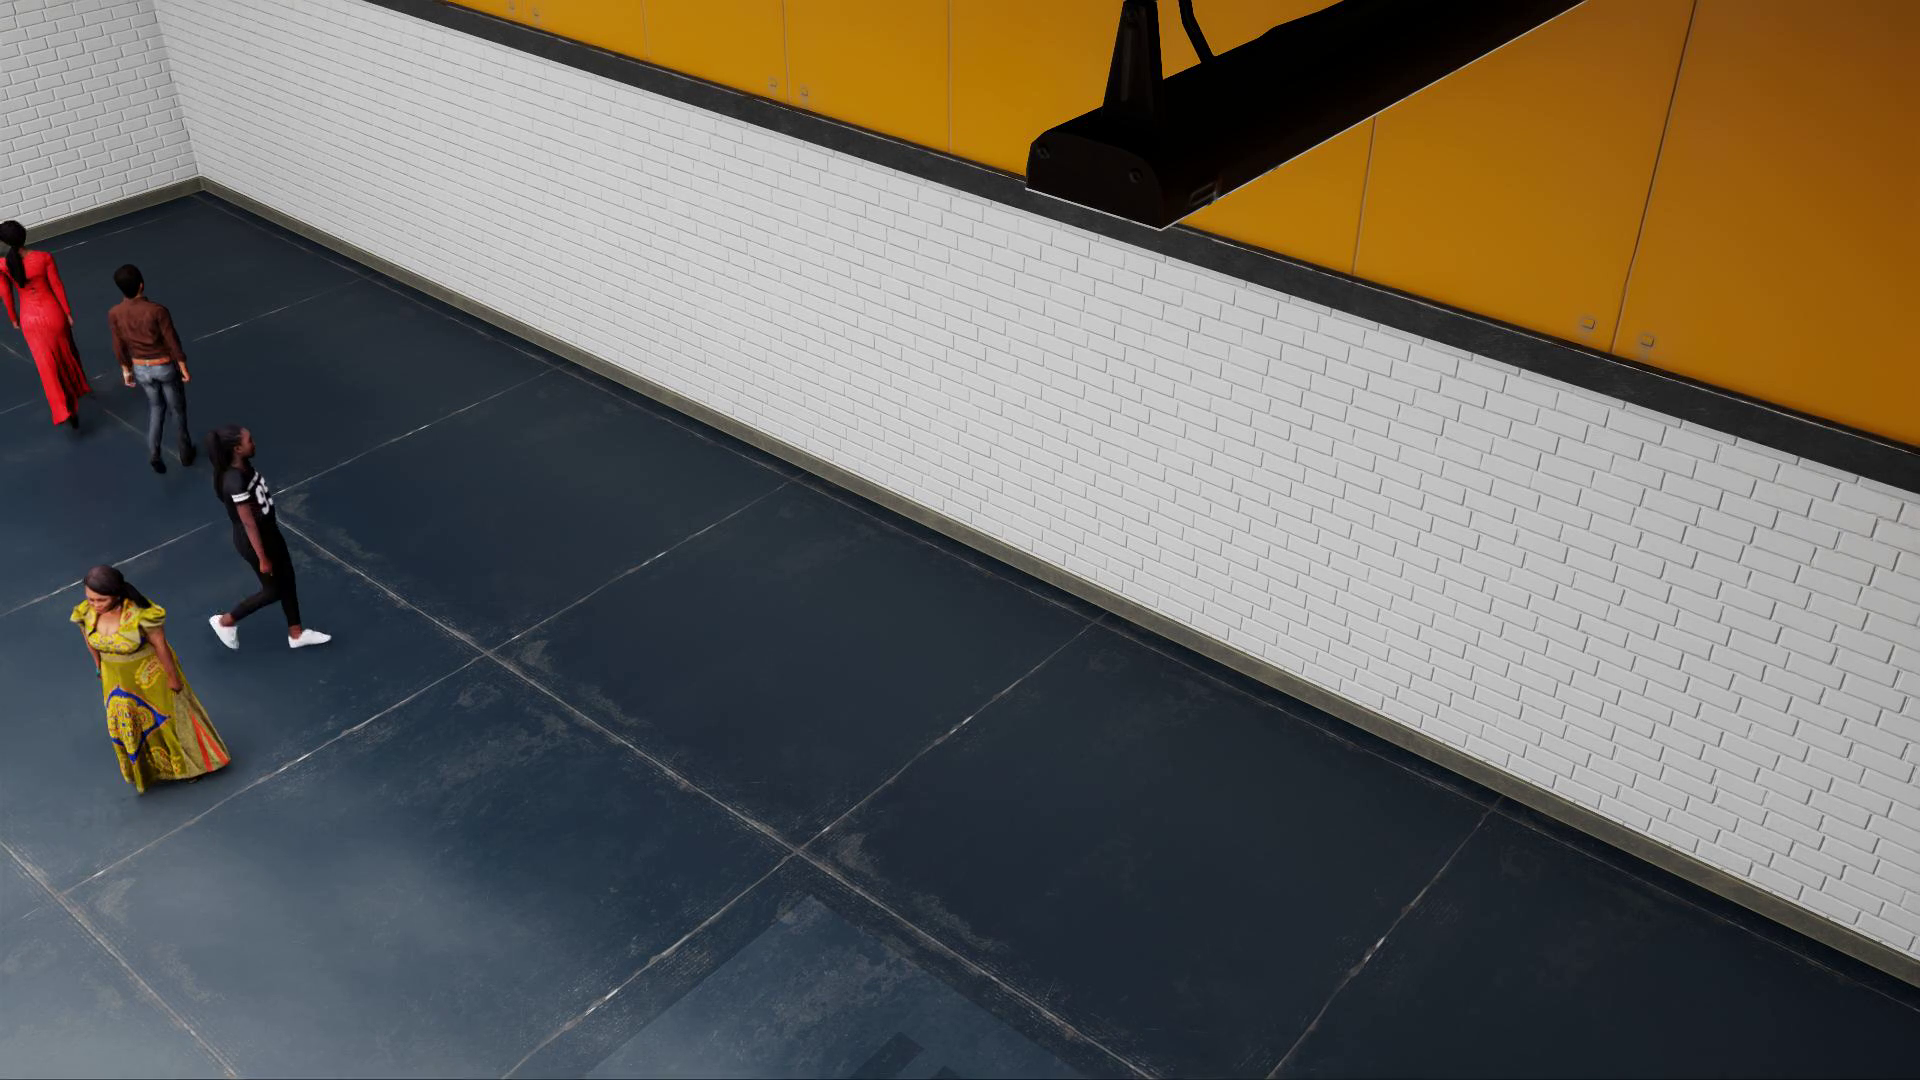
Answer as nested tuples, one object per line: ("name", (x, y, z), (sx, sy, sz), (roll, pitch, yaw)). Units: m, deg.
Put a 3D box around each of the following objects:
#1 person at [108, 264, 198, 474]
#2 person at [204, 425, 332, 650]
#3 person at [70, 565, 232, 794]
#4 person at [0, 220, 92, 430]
("person", (-6.303, -1.288, 12.997), (0.954, 1.766, 1.016), (-2, 34, -4))
("person", (-4.736, 0.038, 11.050), (1.060, 1.712, 0.957), (-6, 34, -9))
("person", (-4.928, 0.805, 9.967), (0.986, 1.645, 1.039), (-2, 34, -3))
("person", (-7.541, -1.724, 13.685), (1.181, 1.740, 0.947), (-17, 37, -24))
